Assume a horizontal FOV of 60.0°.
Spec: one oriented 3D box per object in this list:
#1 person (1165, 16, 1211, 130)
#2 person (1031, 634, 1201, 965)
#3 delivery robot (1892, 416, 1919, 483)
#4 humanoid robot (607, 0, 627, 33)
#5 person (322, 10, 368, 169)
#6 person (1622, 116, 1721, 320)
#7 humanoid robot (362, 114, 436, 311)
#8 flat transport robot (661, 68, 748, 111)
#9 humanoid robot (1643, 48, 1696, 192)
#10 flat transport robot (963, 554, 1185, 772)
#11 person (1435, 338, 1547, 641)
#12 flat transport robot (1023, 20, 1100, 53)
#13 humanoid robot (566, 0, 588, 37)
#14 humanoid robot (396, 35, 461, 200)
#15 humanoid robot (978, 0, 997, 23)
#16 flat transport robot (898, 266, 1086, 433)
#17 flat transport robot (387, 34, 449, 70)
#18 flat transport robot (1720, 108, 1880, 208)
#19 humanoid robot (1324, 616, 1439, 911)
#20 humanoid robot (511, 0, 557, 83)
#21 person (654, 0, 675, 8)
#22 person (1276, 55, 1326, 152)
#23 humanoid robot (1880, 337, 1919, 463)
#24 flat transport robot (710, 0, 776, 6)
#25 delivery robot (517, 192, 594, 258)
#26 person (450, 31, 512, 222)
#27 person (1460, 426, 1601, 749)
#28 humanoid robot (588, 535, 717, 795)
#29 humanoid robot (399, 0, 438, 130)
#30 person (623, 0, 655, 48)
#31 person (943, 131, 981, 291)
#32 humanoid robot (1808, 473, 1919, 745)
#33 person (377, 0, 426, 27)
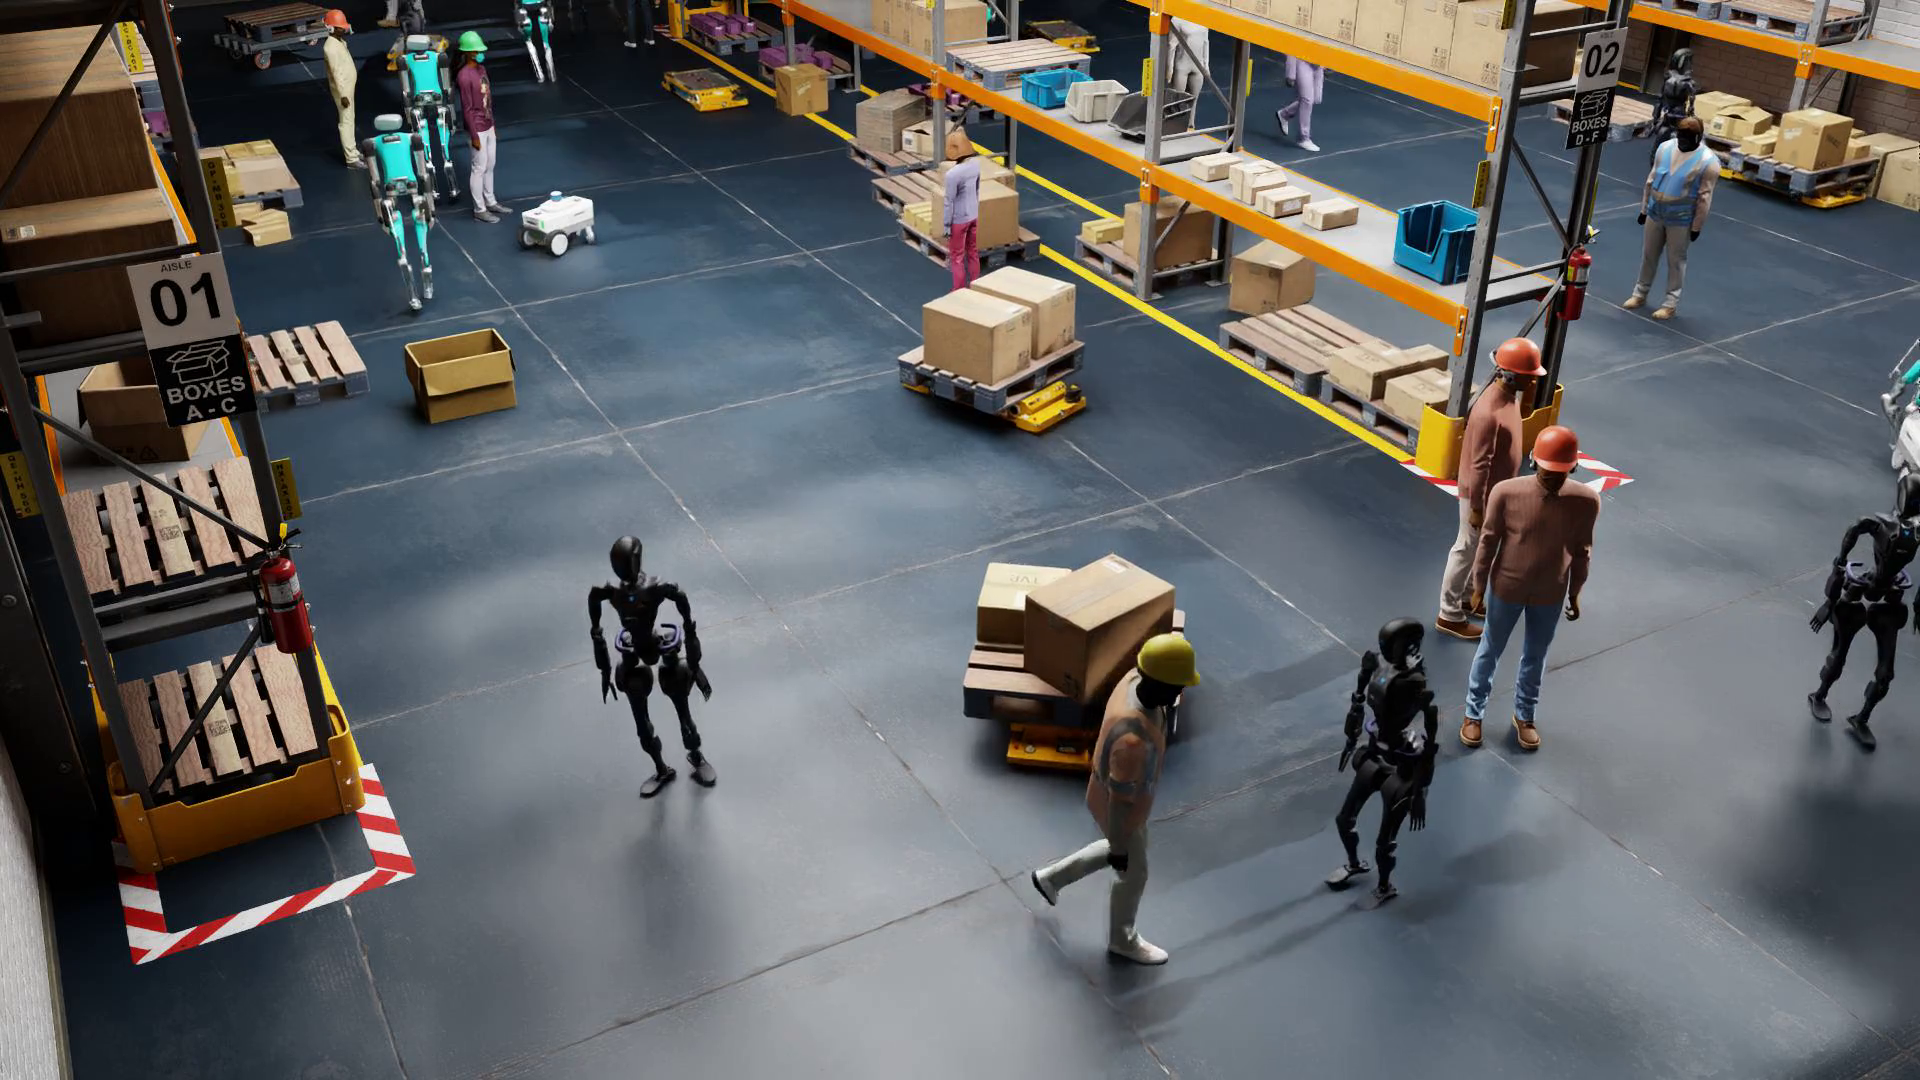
[{"bbox_3d":[2.661,-5.516,19.382,0.584,1.894,0.373,-13,32,-21],"label":"person"},{"bbox_3d":[0.713,1.199,7.696,0.697,1.884,0.632,6,30,11],"label":"person"},{"bbox_3d":[7.149,-0.609,12.186,0.499,0.598,0.801,6,30,10],"label":"delivery robot"},{"bbox_3d":[-4.984,-8.221,24.352,0.544,1.895,0.678,4,30,6],"label":"humanoid robot"},{"bbox_3d":[-6.937,-5.094,18.794,0.334,1.743,0.560,-6,30,-11],"label":"person"},{"bbox_3d":[6.362,-2.883,14.865,0.430,1.837,0.632,-18,34,-28],"label":"person"},{"bbox_3d":[-4.975,-2.855,14.929,0.551,1.758,0.926,-9,31,-14],"label":"humanoid robot"},{"bbox_3d":[-3.332,-5.857,21.605,0.659,0.231,1.431,-15,33,-25],"label":"flat transport robot"},{"bbox_3d":[7.575,-4.386,17.640,0.383,1.648,0.585,-9,31,-15],"label":"humanoid robot"},{"bbox_3d":[0.697,0.873,9.889,0.659,0.231,1.431,5,30,8],"label":"flat transport robot"},{"bbox_3d":[3.261,-0.319,10.247,0.402,1.986,0.610,16,33,25],"label":"person"},{"bbox_3d":[1.457,-7.288,24.097,0.659,0.231,1.431,-9,31,-15],"label":"flat transport robot"},{"bbox_3d":[-5.705,-8.292,24.473,0.610,1.653,0.689,-7,31,-11],"label":"humanoid robot"},{"bbox_3d":[-5.547,-4.381,17.427,0.533,1.677,0.735,-7,31,-12],"label":"humanoid robot"},{"bbox_3d":[0.206,-7.091,22.269,0.746,1.755,0.531,14,33,23],"label":"humanoid robot"},{"bbox_3d":[0.265,-1.253,13.591,1.431,0.231,0.659,22,37,34],"label":"flat transport robot"},{"bbox_3d":[-7.595,-6.841,23.319,0.659,0.231,1.431,-4,30,-7],"label":"flat transport robot"},{"bbox_3d":[9.152,-3.973,18.326,0.659,0.231,1.431,-15,33,-25],"label":"flat transport robot"},{"bbox_3d":[2.073,1.104,8.078,0.344,1.656,0.613,-15,33,-24],"label":"humanoid robot"},{"bbox_3d":[-5.617,-6.829,21.918,0.535,1.862,0.819,-9,31,-15],"label":"humanoid robot"},{"bbox_3d":[-4.687,-9.234,25.995,0.563,1.749,0.334,4,30,7],"label":"person"},{"bbox_3d":[4.010,-5.512,19.382,0.627,1.879,0.646,25,38,37],"label":"person"},{"bbox_3d":[7.247,-1.408,12.375,0.701,1.763,0.537,-10,31,-16],"label":"humanoid robot"},{"bbox_3d":[-3.270,-8.704,26.561,1.431,0.231,0.659,-4,30,-7],"label":"flat transport robot"},{"bbox_3d":[-4.036,-3.170,16.654,0.507,0.608,0.779,20,35,31],"label":"delivery robot"},{"bbox_3d":[-4.960,-4.263,17.157,0.427,1.943,0.492,5,30,9],"label":"person"},{"bbox_3d":[3.147,0.268,9.213,0.621,1.993,0.379,3,30,5],"label":"person"},{"bbox_3d":[-1.629,0.657,8.853,0.606,1.636,0.416,-1,30,-2],"label":"humanoid robot"},{"bbox_3d":[-6.466,-5.802,20.123,0.547,1.631,0.639,7,31,11],"label":"humanoid robot"},{"bbox_3d":[-4.668,-7.992,23.751,0.506,1.839,0.339,-21,36,-31],"label":"person"},{"bbox_3d":[0.008,-2.893,15.082,0.288,1.629,0.498,19,35,30],"label":"person"},{"bbox_3d":[5.153,0.363,9.367,0.590,1.638,0.502,4,30,7],"label":"humanoid robot"},{"bbox_3d":[-8.507,-8.607,24.846,0.827,1.808,0.642,-7,31,-13],"label":"person"}]
